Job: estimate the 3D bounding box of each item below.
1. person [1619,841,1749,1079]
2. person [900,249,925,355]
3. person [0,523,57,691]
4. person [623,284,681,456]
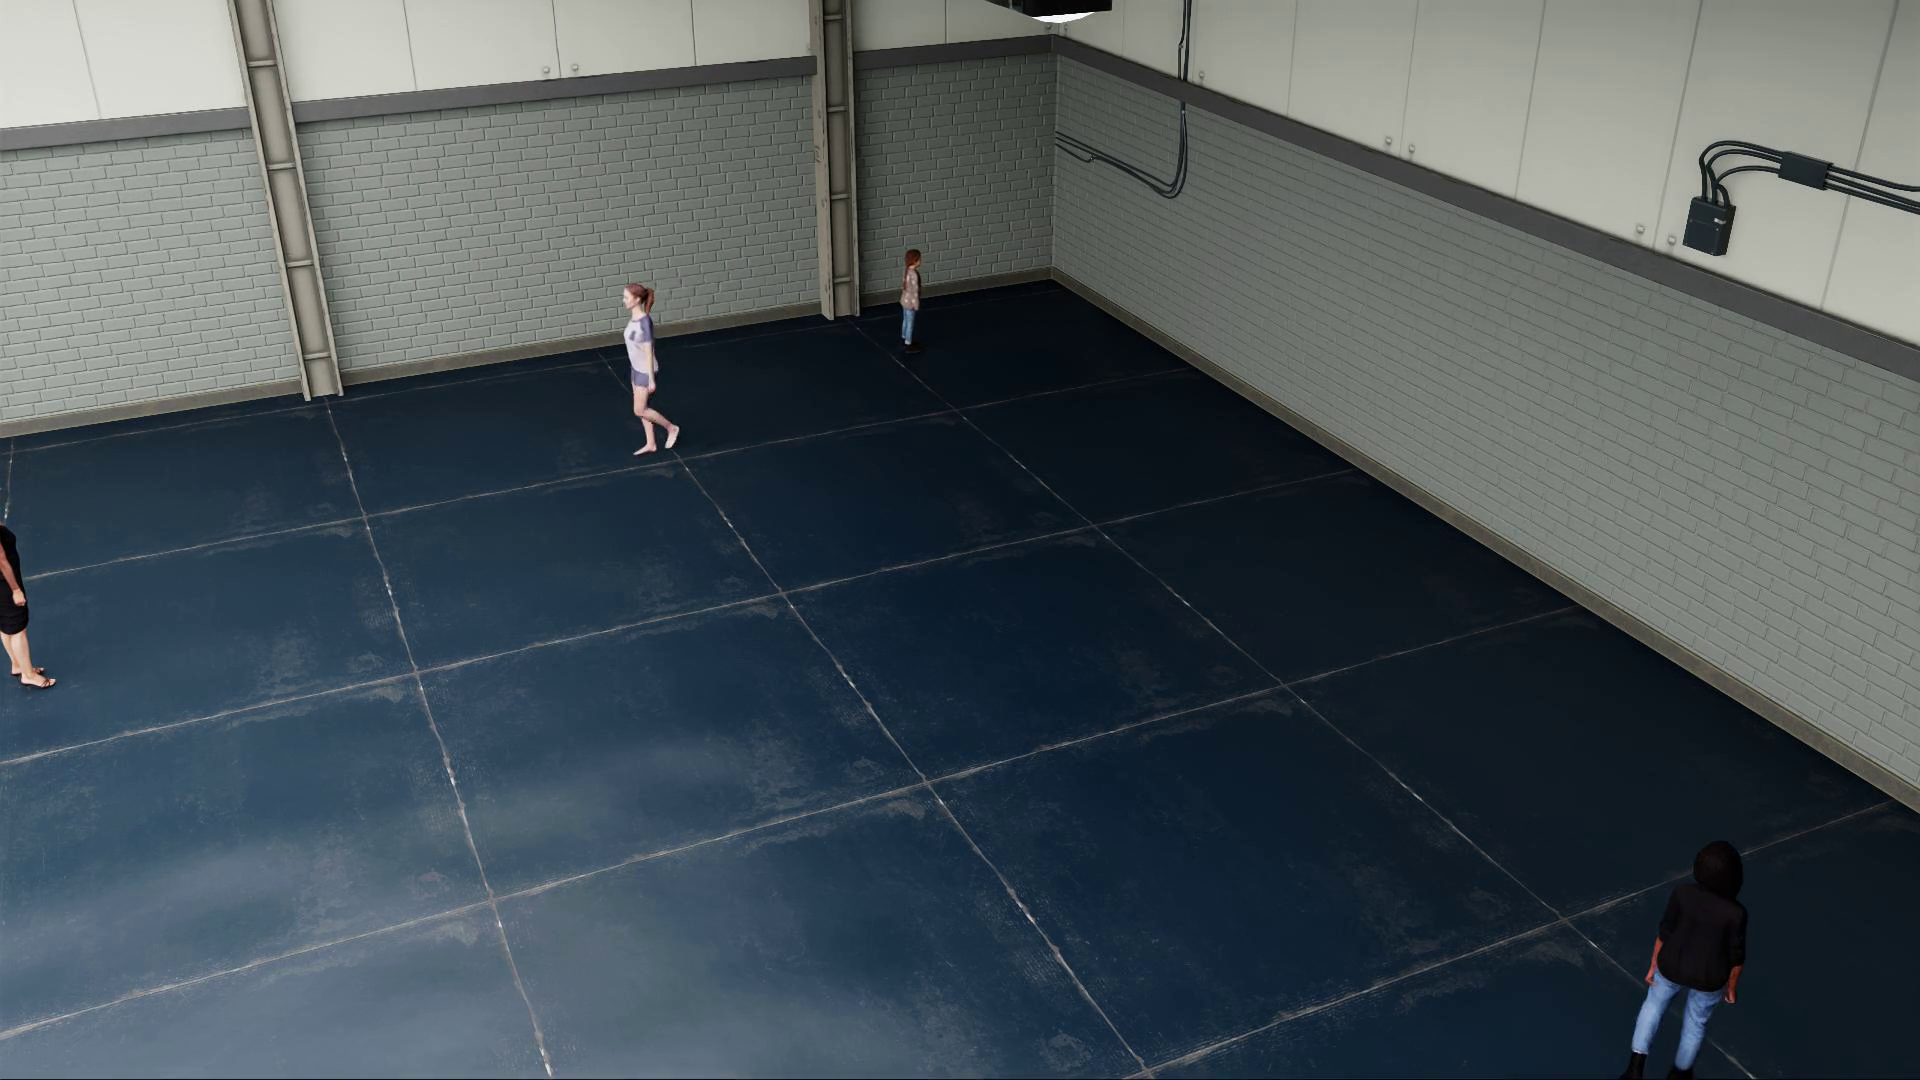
[{"bbox_3d":[3.772,2.287,8.607,0.763,1.694,0.871,20,33,34],"label":"person"},{"bbox_3d":[-0.568,-2.718,18.877,0.479,1.191,0.496,-9,29,-17],"label":"person"},{"bbox_3d":[-7.128,0.315,12.378,0.606,1.748,0.645,-23,35,-37],"label":"person"},{"bbox_3d":[-2.990,-1.653,16.193,0.691,1.754,0.605,-14,31,-26],"label":"person"}]
